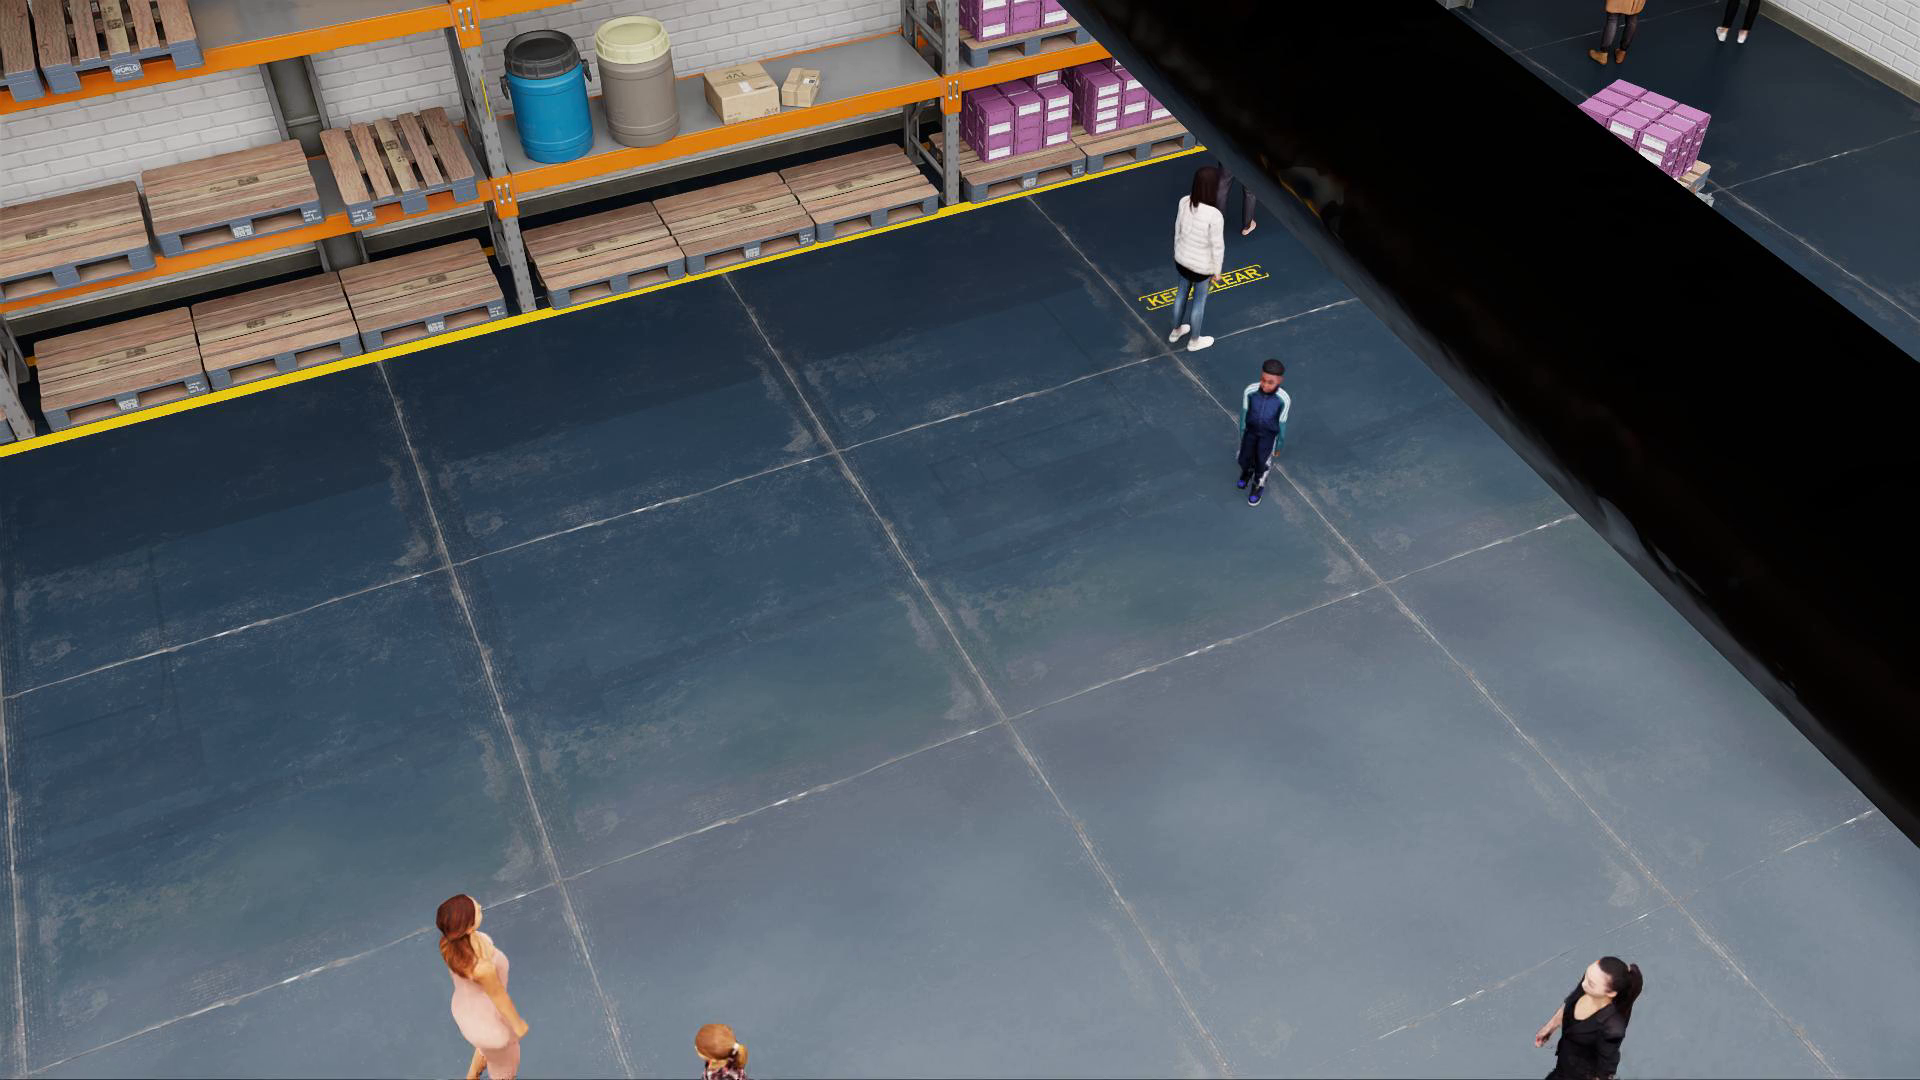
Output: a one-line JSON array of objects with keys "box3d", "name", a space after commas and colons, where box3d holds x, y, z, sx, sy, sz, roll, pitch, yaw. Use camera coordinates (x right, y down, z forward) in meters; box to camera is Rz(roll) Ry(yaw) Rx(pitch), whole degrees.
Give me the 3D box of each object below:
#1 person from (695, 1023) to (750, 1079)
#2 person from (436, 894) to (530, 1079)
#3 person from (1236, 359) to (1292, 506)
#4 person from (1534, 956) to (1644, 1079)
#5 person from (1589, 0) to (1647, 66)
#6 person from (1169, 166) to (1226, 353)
[{"box3d": [-1.097, 2.820, 8.305, 0.639, 1.297, 0.621, 1, 44, 1], "name": "person"}, {"box3d": [-2.472, 2.428, 8.339, 0.767, 1.816, 0.651, -26, 50, -25], "name": "person"}, {"box3d": [2.235, -0.830, 12.169, 0.613, 1.250, 0.670, 17, 46, 17], "name": "person"}, {"box3d": [3.174, 2.596, 8.262, 0.772, 1.680, 0.729, 5, 44, 5], "name": "person"}, {"box3d": [6.830, -5.682, 16.917, 0.671, 1.727, 0.787, -4, 44, -4], "name": "person"}, {"box3d": [1.907, -2.268, 13.399, 0.656, 1.635, 0.686, -34, 53, -30], "name": "person"}]
